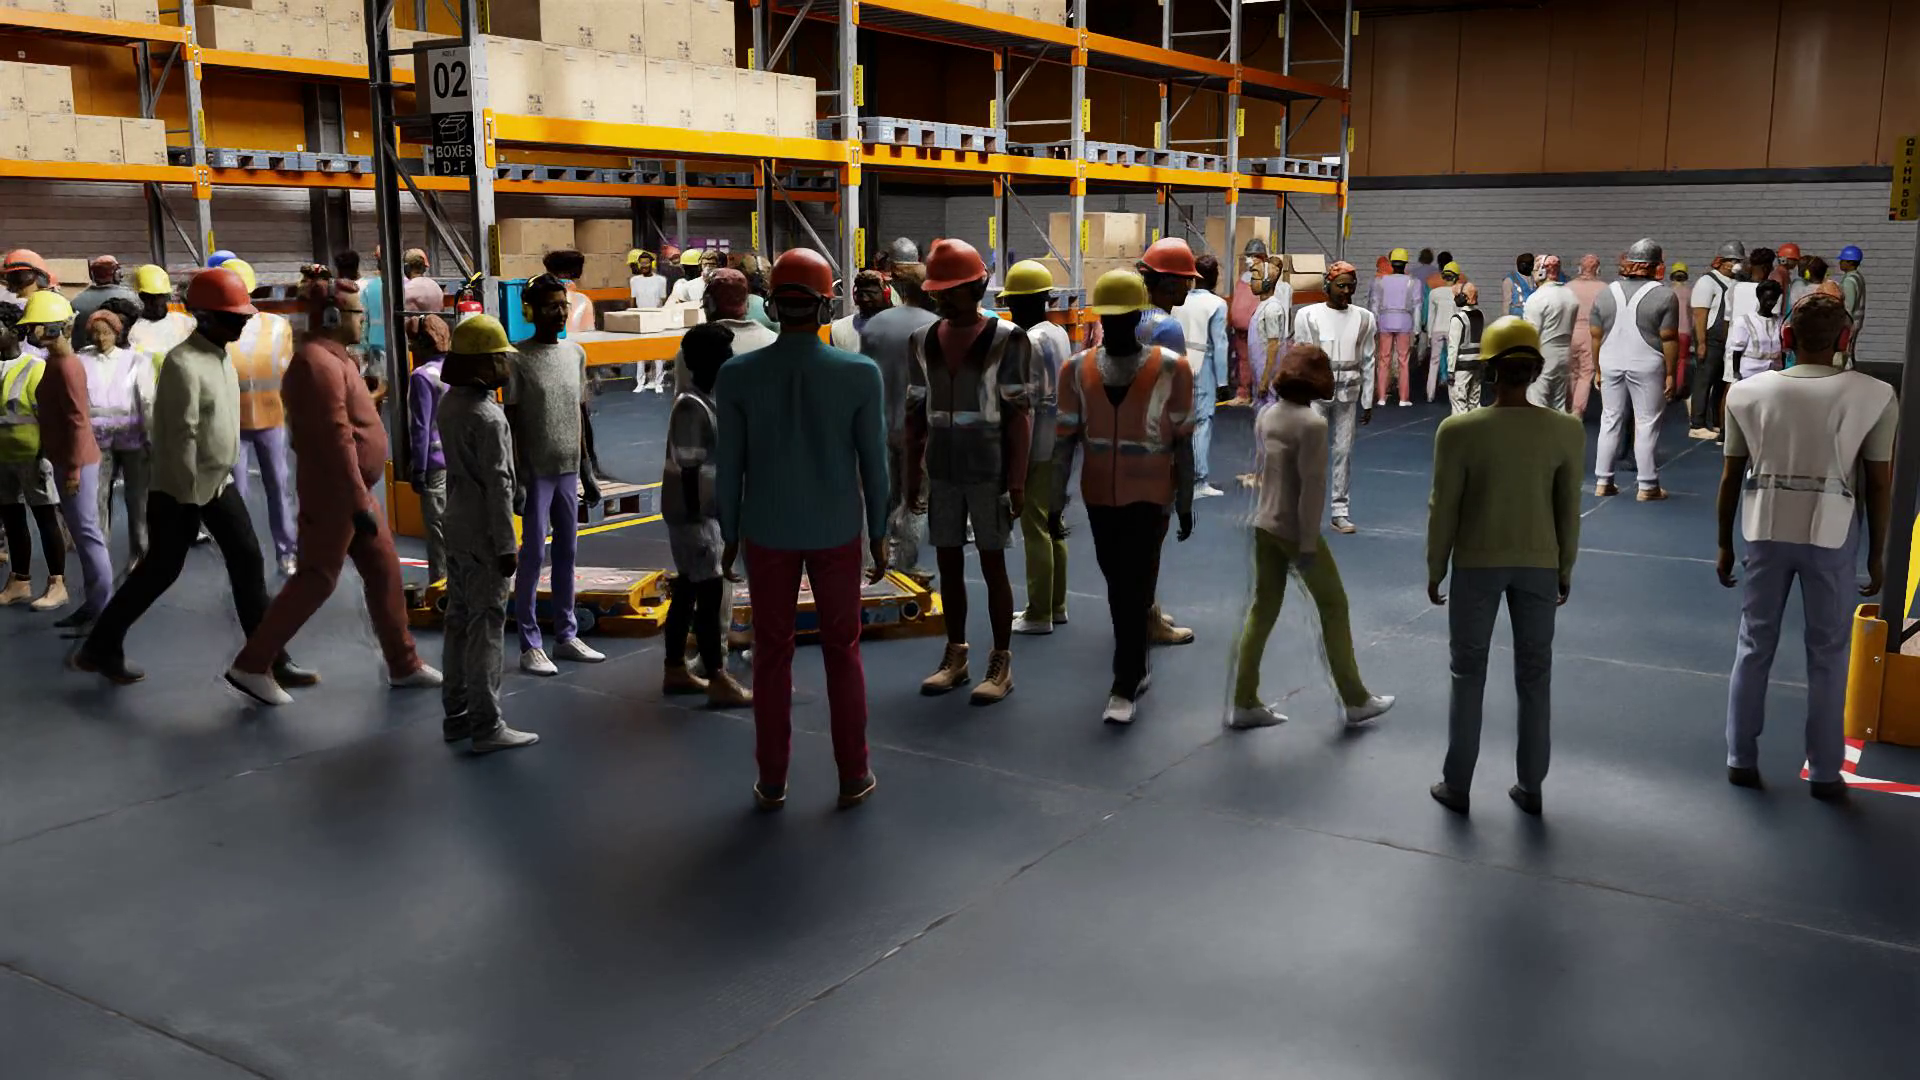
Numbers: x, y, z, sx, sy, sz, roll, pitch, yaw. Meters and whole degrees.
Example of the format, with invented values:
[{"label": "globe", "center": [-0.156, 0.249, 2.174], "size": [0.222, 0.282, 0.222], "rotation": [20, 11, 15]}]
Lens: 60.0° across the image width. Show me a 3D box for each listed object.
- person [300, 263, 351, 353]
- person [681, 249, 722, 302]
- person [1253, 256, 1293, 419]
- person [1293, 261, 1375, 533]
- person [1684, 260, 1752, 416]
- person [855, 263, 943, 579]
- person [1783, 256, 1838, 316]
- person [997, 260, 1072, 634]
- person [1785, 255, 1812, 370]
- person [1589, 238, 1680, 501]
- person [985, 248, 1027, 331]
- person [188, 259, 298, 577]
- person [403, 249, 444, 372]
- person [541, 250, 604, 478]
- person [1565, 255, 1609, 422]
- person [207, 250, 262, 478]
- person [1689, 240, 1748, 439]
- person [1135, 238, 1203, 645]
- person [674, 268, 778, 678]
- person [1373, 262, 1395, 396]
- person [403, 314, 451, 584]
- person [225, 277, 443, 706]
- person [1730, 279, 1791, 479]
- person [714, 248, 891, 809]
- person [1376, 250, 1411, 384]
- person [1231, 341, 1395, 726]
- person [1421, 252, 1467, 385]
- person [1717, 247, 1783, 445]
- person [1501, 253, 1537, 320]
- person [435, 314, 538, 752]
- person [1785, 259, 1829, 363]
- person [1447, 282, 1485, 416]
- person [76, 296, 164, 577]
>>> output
[{"label": "person", "center": [-4.784, -1.162, 12.609], "size": [0.389, 1.846, 0.566], "rotation": [-3, 11, -17]}, {"label": "person", "center": [-2.505, -1.966, 16.852], "size": [0.635, 1.932, 0.363], "rotation": [1, 10, 8]}, {"label": "person", "center": [3.527, -2.264, 18.714], "size": [0.511, 1.844, 0.328], "rotation": [-8, 13, -39]}, {"label": "person", "center": [2.574, -0.976, 11.495], "size": [0.582, 1.879, 0.357], "rotation": [-1, 10, -4]}, {"label": "person", "center": [8.378, -2.121, 18.017], "size": [0.806, 1.814, 0.637], "rotation": [3, 11, 15]}, {"label": "person", "center": [-0.288, -0.589, 9.292], "size": [0.655, 1.906, 0.504], "rotation": [6, 12, 30]}, {"label": "person", "center": [10.307, -2.529, 20.217], "size": [0.441, 1.827, 0.583], "rotation": [-10, 14, -44]}, {"label": "person", "center": [0.380, -0.472, 8.590], "size": [0.397, 1.920, 0.587], "rotation": [4, 11, 20]}, {"label": "person", "center": [10.218, -2.536, 20.228], "size": [0.345, 1.845, 0.508], "rotation": [4, 11, 19]}, {"label": "person", "center": [5.310, -1.335, 13.030], "size": [0.539, 2.000, 0.688], "rotation": [-10, 14, -43]}, {"label": "person", "center": [0.501, -2.467, 19.608], "size": [0.614, 1.935, 0.479], "rotation": [7, 12, 33]}, {"label": "person", "center": [-4.220, -0.702, 9.877], "size": [0.595, 1.913, 0.399], "rotation": [-7, 12, -34]}, {"label": "person", "center": [-5.070, -1.757, 15.659], "size": [0.379, 1.937, 0.629], "rotation": [2, 10, 13]}, {"label": "person", "center": [-3.394, -1.483, 14.121], "size": [0.645, 1.960, 0.406], "rotation": [-2, 11, -13]}, {"label": "person", "center": [6.815, -2.168, 18.140], "size": [0.651, 1.868, 0.965], "rotation": [7, 13, 35]}, {"label": "person", "center": [-6.149, -1.445, 13.930], "size": [0.416, 1.939, 0.610], "rotation": [1, 10, 4]}, {"label": "person", "center": [7.795, -2.048, 16.977], "size": [0.681, 2.000, 0.535], "rotation": [-5, 12, -27]}, {"label": "person", "center": [1.007, -0.491, 8.384], "size": [0.406, 2.035, 0.611], "rotation": [-2, 10, -13]}, {"label": "person", "center": [-1.062, -0.304, 7.729], "size": [0.652, 1.897, 0.399], "rotation": [-9, 14, -41]}, {"label": "person", "center": [5.452, -2.730, 21.583], "size": [0.459, 1.733, 0.574], "rotation": [0, 10, 0]}, {"label": "person", "center": [-2.802, -0.398, 8.974], "size": [0.319, 1.631, 0.519], "rotation": [1, 10, 7]}, {"label": "person", "center": [-2.768, -0.208, 7.273], "size": [0.947, 1.867, 0.654], "rotation": [-3, 11, -15]}, {"label": "person", "center": [6.781, -1.361, 14.128], "size": [0.529, 1.695, 0.321], "rotation": [-1, 10, -8]}, {"label": "person", "center": [-0.557, -0.033, 5.936], "size": [0.618, 1.993, 0.396], "rotation": [-1, 10, -3]}, {"label": "person", "center": [6.057, -3.098, 23.232], "size": [0.582, 1.884, 0.351], "rotation": [-4, 11, -21]}, {"label": "person", "center": [1.463, -0.021, 6.952], "size": [0.767, 1.600, 0.506], "rotation": [-4, 11, -20]}, {"label": "person", "center": [6.800, -3.107, 23.349], "size": [0.595, 1.869, 0.958], "rotation": [0, 10, 3]}, {"label": "person", "center": [7.738, -1.877, 16.278], "size": [0.387, 1.957, 0.603], "rotation": [-6, 12, -30]}, {"label": "person", "center": [7.686, -2.986, 22.721], "size": [0.633, 1.845, 0.429], "rotation": [-4, 11, -23]}, {"label": "person", "center": [-1.892, -0.024, 6.617], "size": [0.317, 1.736, 0.486], "rotation": [-8, 13, -39]}, {"label": "person", "center": [9.344, -2.164, 18.258], "size": [0.562, 1.817, 0.959], "rotation": [4, 11, 23]}, {"label": "person", "center": [4.710, -1.580, 15.524], "size": [0.514, 1.634, 0.313], "rotation": [-9, 14, -42]}, {"label": "person", "center": [-5.043, -0.617, 10.016], "size": [0.545, 1.686, 0.425], "rotation": [-2, 10, -10]}]
